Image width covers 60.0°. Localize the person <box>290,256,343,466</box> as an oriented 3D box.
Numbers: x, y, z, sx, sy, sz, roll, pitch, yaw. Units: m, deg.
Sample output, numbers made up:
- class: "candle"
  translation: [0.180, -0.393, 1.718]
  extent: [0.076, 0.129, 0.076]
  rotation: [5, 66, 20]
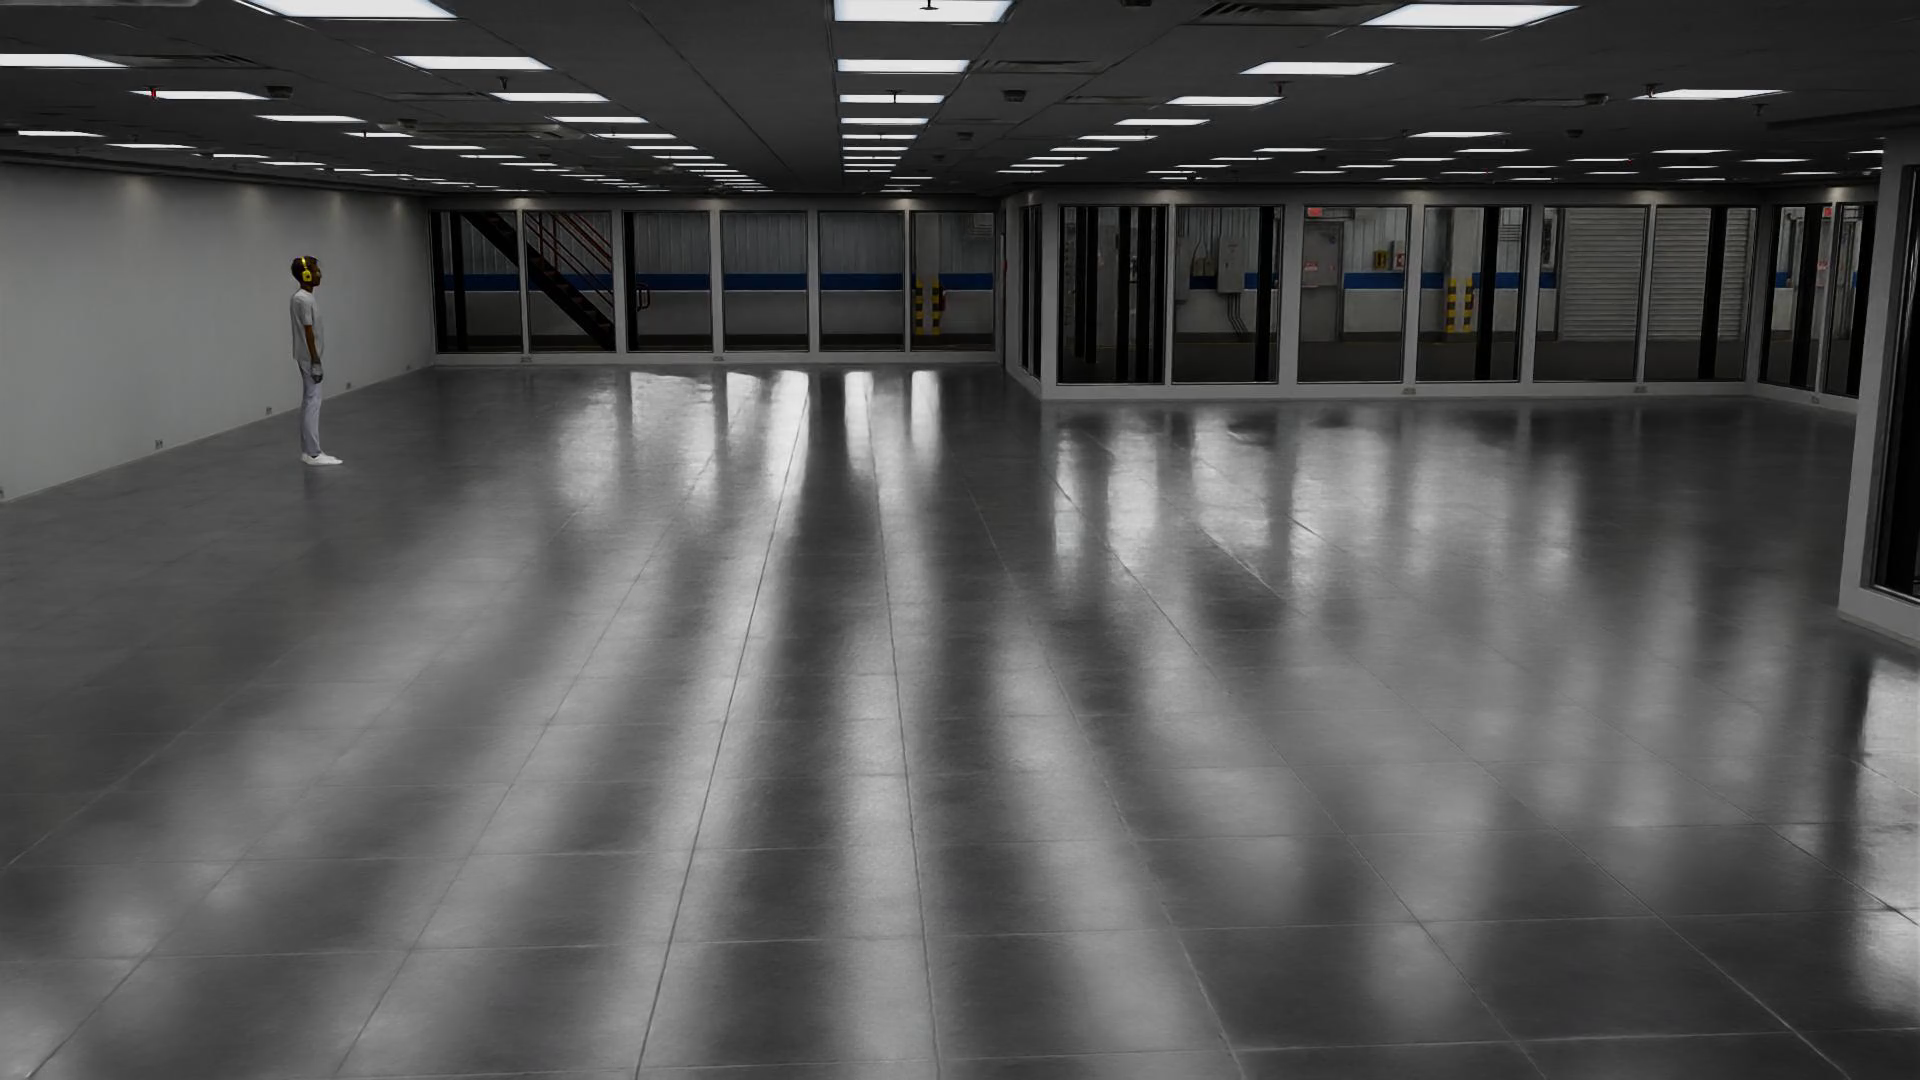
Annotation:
- class: "person"
  translation: [-5.805, -1.600, 14.924]
  extent: [0.328, 1.872, 0.509]
  rotation: [-6, 12, -29]
